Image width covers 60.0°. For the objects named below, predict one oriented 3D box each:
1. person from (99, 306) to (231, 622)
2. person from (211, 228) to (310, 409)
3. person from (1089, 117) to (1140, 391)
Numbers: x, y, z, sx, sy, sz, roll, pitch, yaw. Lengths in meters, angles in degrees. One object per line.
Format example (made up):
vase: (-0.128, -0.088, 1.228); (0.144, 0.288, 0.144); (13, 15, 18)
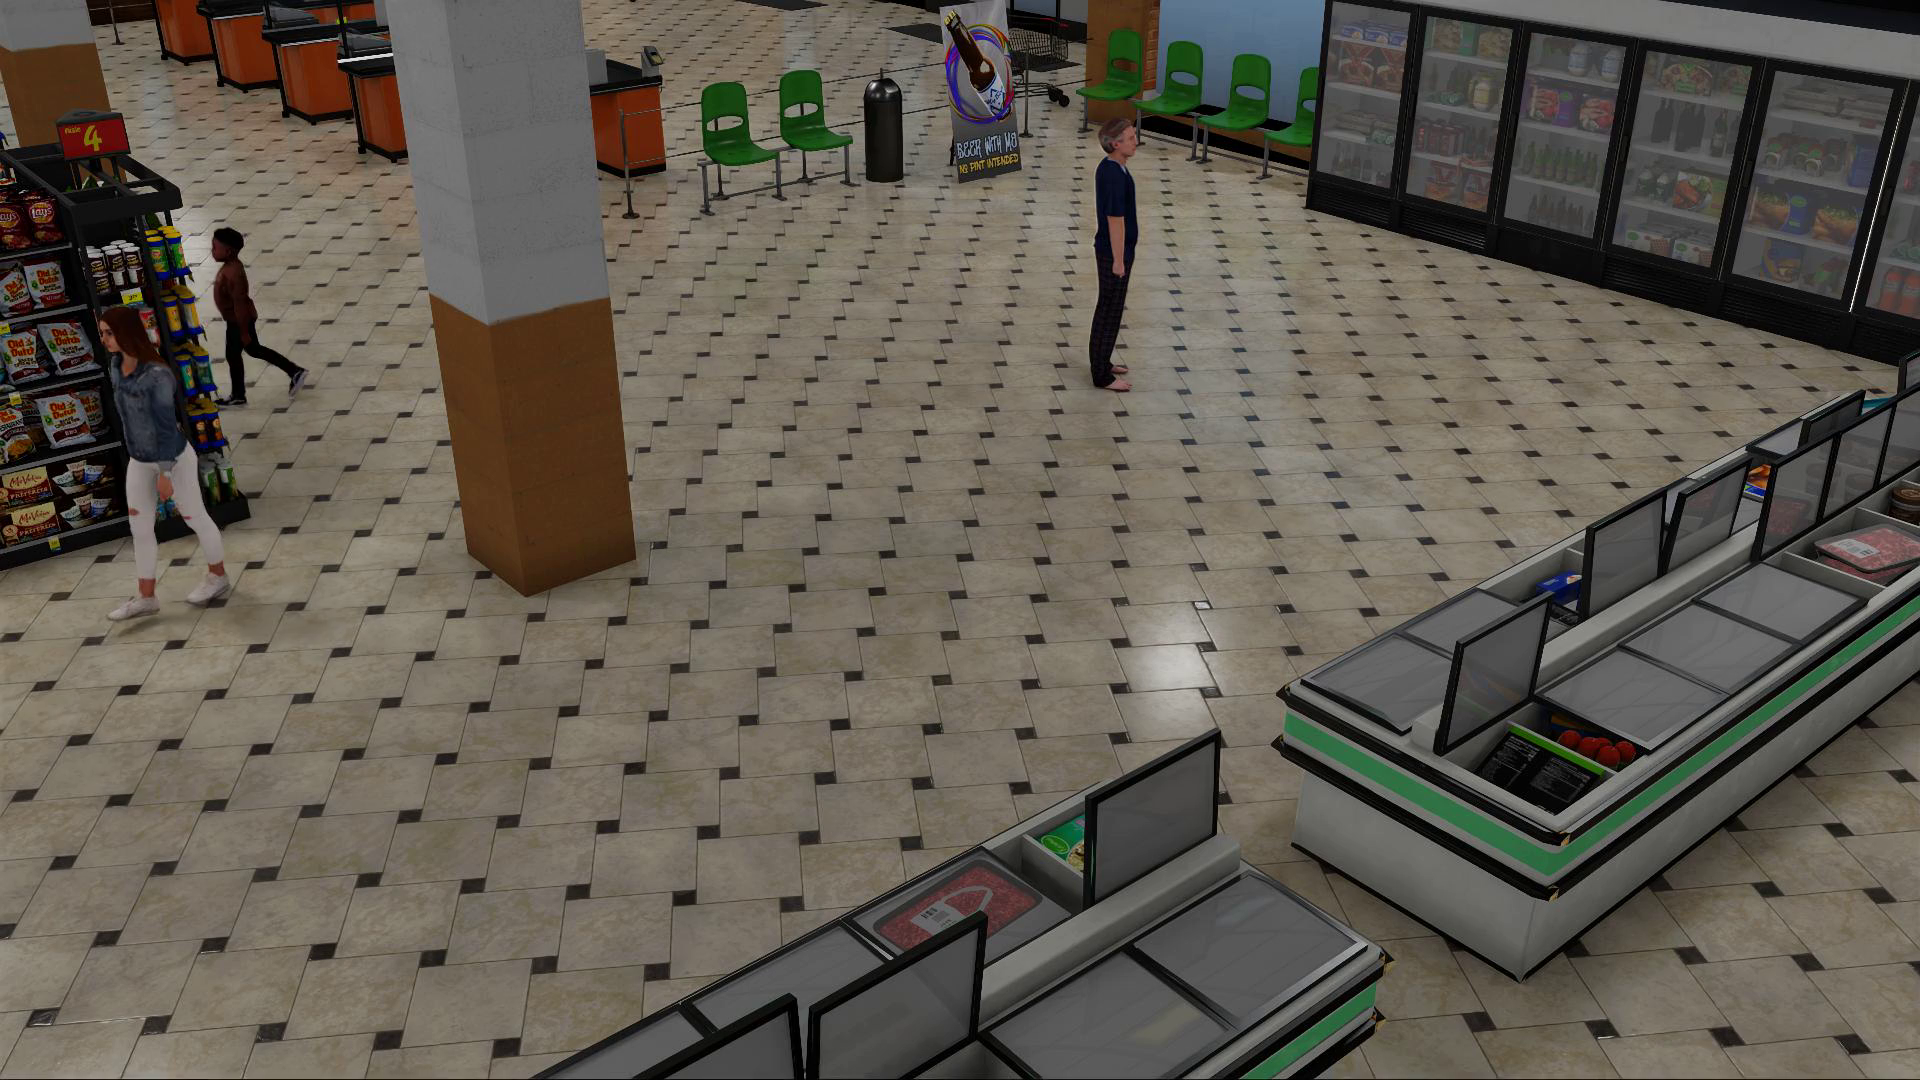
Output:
person: (-4.071, -0.433, 8.649); (0.836, 1.681, 0.992); (14, 30, 25)
person: (-4.791, -1.495, 11.233); (0.939, 1.237, 0.714); (-10, 28, -18)
person: (1.065, -1.986, 11.500); (0.772, 1.871, 0.722); (1, 27, 3)
